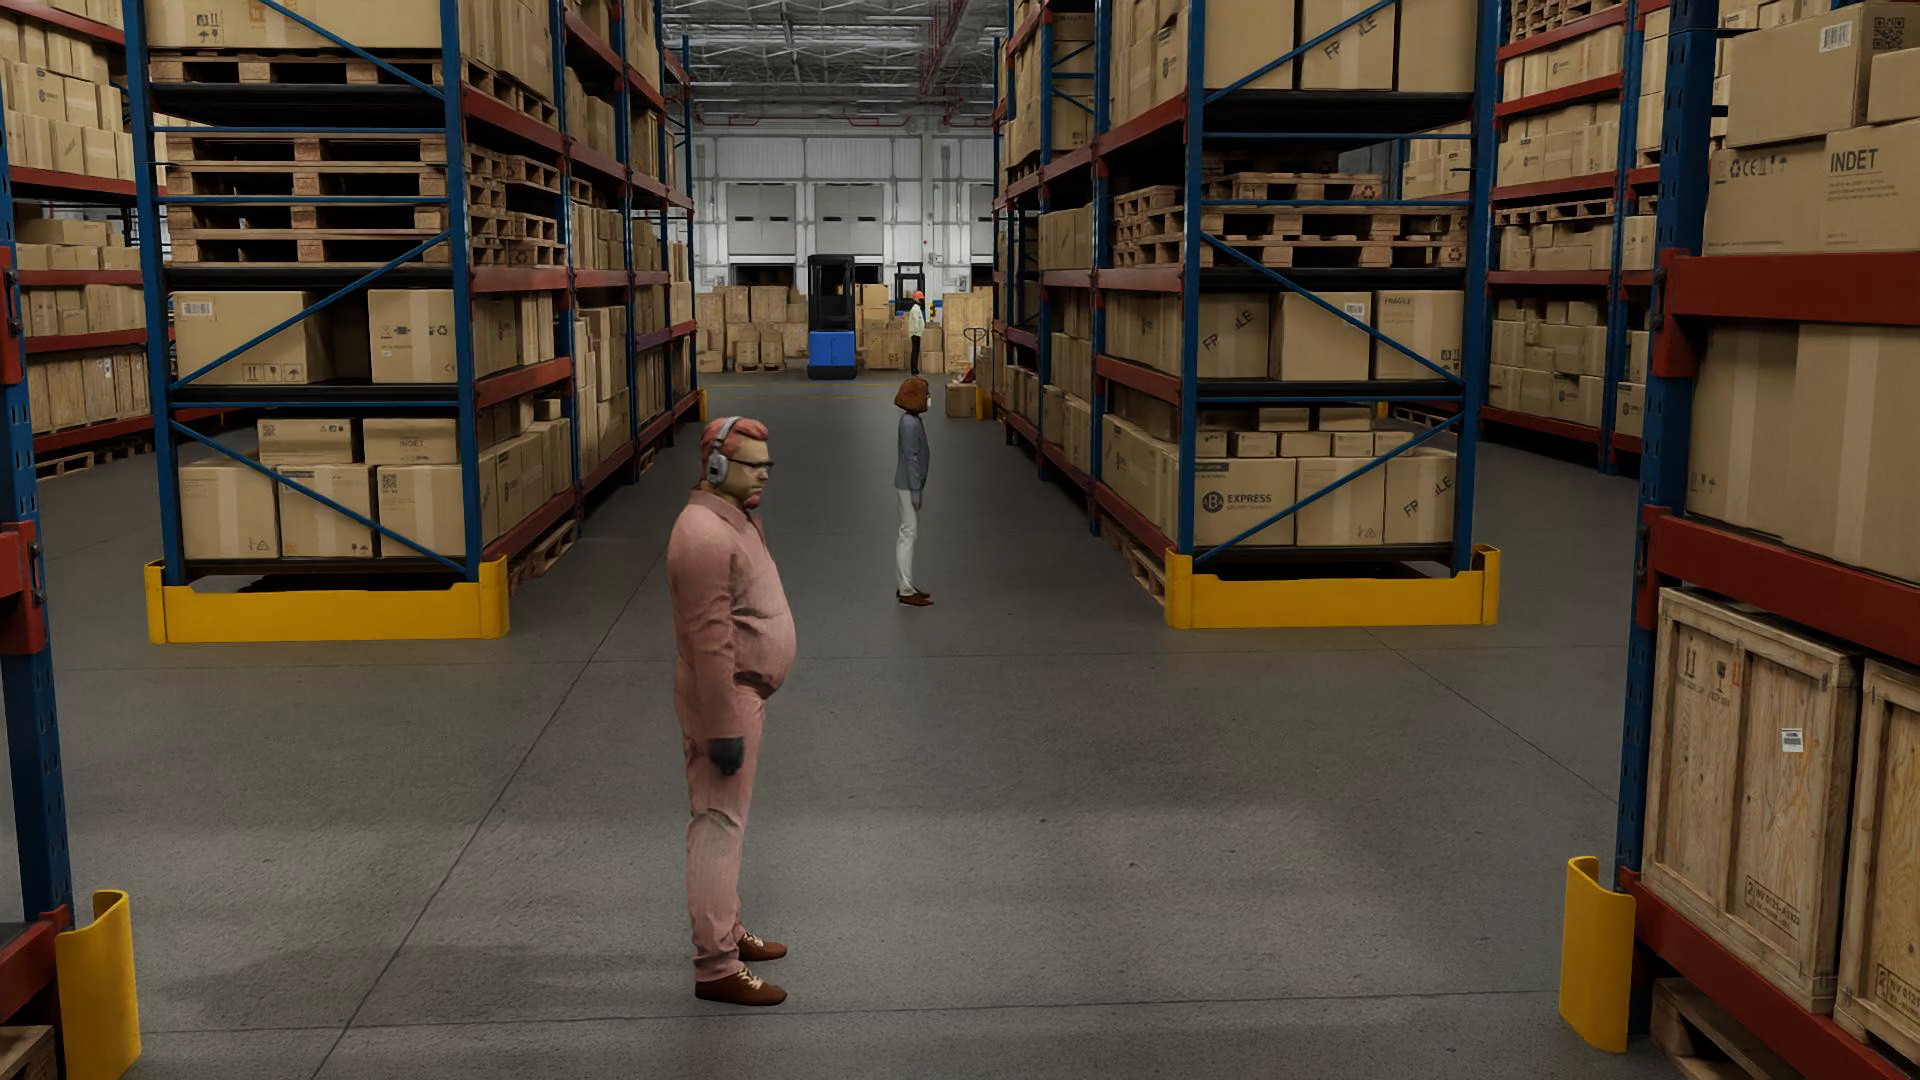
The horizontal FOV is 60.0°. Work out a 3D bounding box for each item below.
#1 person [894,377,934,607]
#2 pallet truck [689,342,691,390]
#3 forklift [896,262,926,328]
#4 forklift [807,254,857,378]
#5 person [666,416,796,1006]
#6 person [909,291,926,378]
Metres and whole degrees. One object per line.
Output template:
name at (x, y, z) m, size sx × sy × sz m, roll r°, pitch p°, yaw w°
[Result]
person at (-0.335, -0.348, 11.915) m, size 0.279 × 1.634 × 0.497 m, roll 0°, pitch 9°, yaw -3°
pallet truck at (-5.225, -3.008, 27.480) m, size 1.885 × 1.965 × 0.823 m, roll 2°, pitch 9°, yaw 14°
forklift at (-1.780, -8.547, 59.499) m, size 1.129 × 2.768 × 1.873 m, roll -1°, pitch 9°, yaw -4°
forklift at (-2.942, -5.145, 38.138) m, size 1.129 × 2.768 × 1.873 m, roll -1°, pitch 9°, yaw -4°
person at (-0.739, 0.547, 5.466) m, size 0.404 × 1.903 × 0.636 m, roll 0°, pitch 9°, yaw -3°
person at (-0.976, -4.702, 38.120) m, size 0.381 × 1.996 × 0.608 m, roll 0°, pitch 9°, yaw -3°
